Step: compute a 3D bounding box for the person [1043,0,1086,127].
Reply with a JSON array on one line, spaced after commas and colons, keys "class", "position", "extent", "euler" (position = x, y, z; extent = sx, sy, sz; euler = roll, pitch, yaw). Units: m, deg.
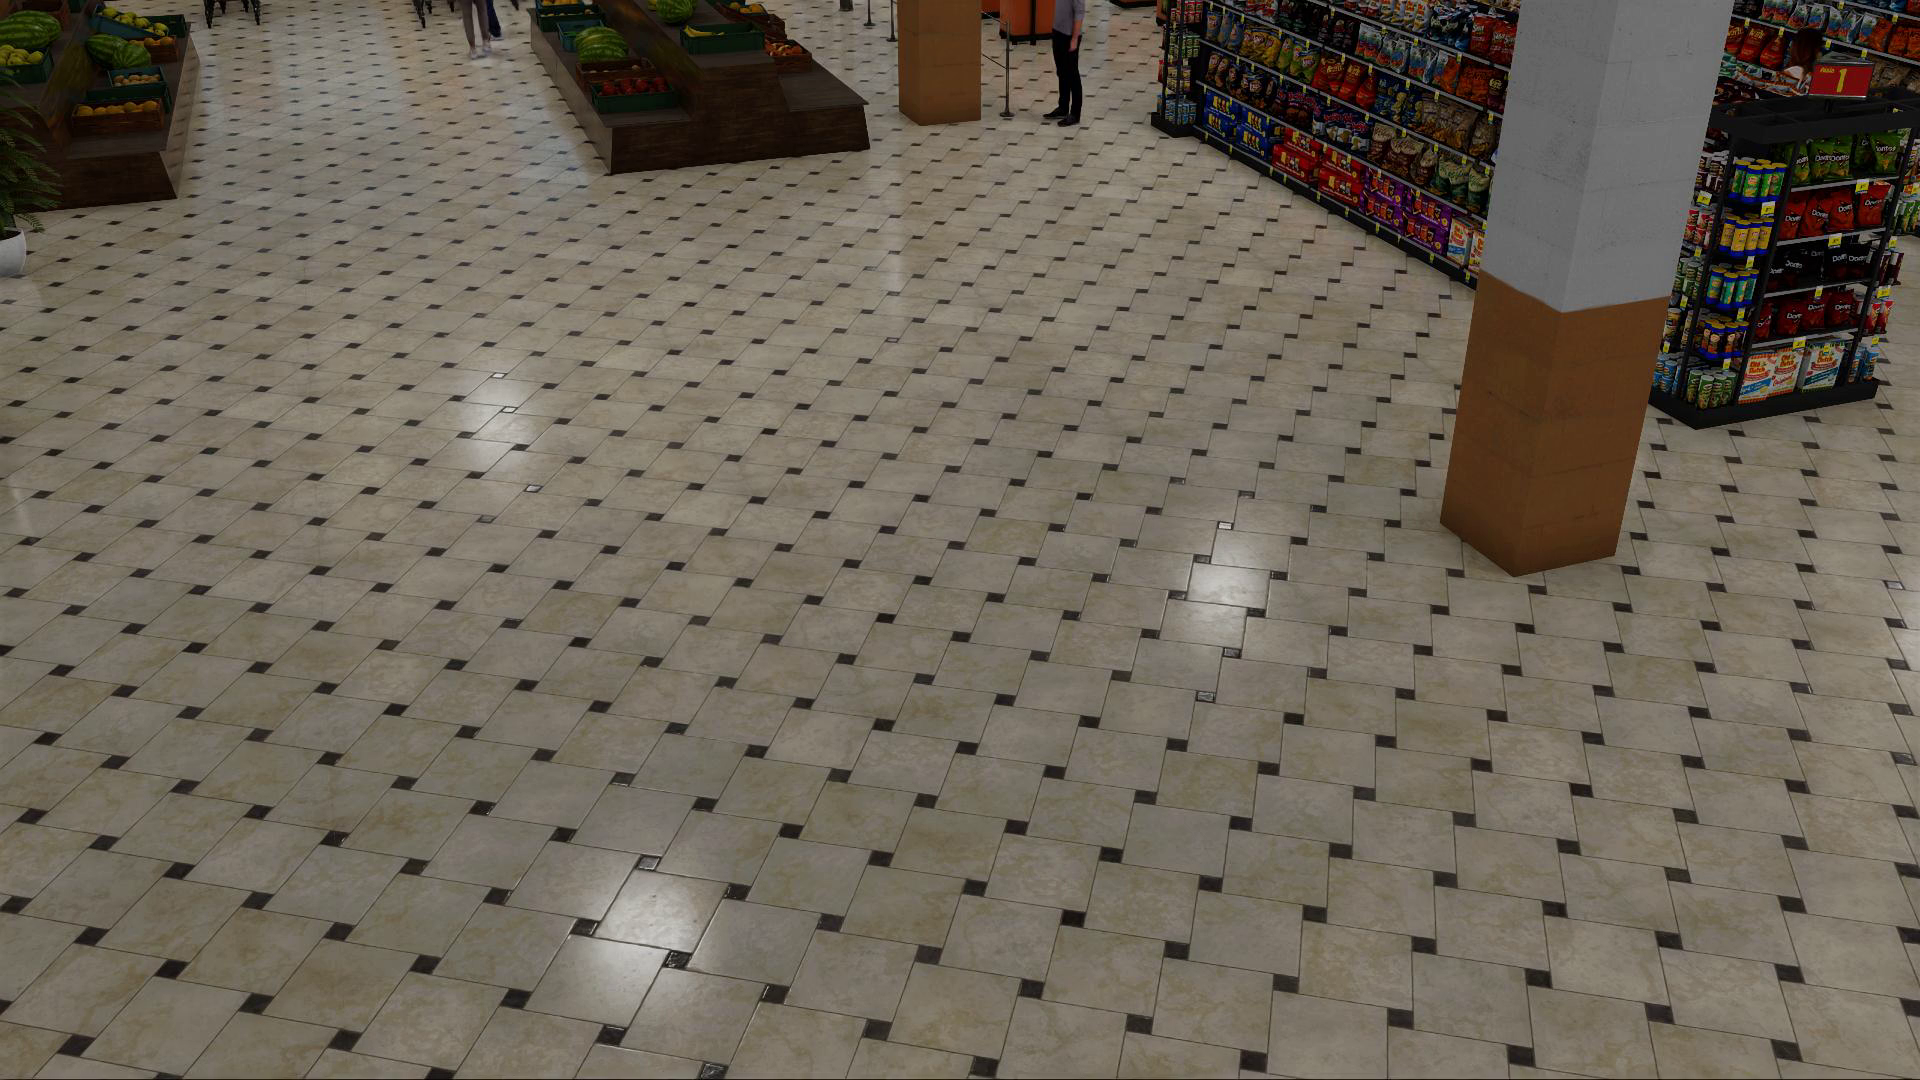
[{"class": "person", "position": [1.133, -5.285, 17.351], "extent": [0.720, 1.842, 0.474], "euler": [-11, 31, -19]}]

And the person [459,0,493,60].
[{"class": "person", "position": [-5.924, -6.738, 20.038], "extent": [0.743, 1.817, 0.782], "euler": [-7, 29, -12]}]

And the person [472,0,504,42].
[{"class": "person", "position": [-5.944, -7.105, 20.999], "extent": [0.611, 1.541, 0.527], "euler": [-6, 29, -11]}]

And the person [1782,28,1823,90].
[{"class": "person", "position": [6.890, -3.359, 13.883], "extent": [0.645, 1.785, 0.594], "euler": [-17, 33, -28]}]
